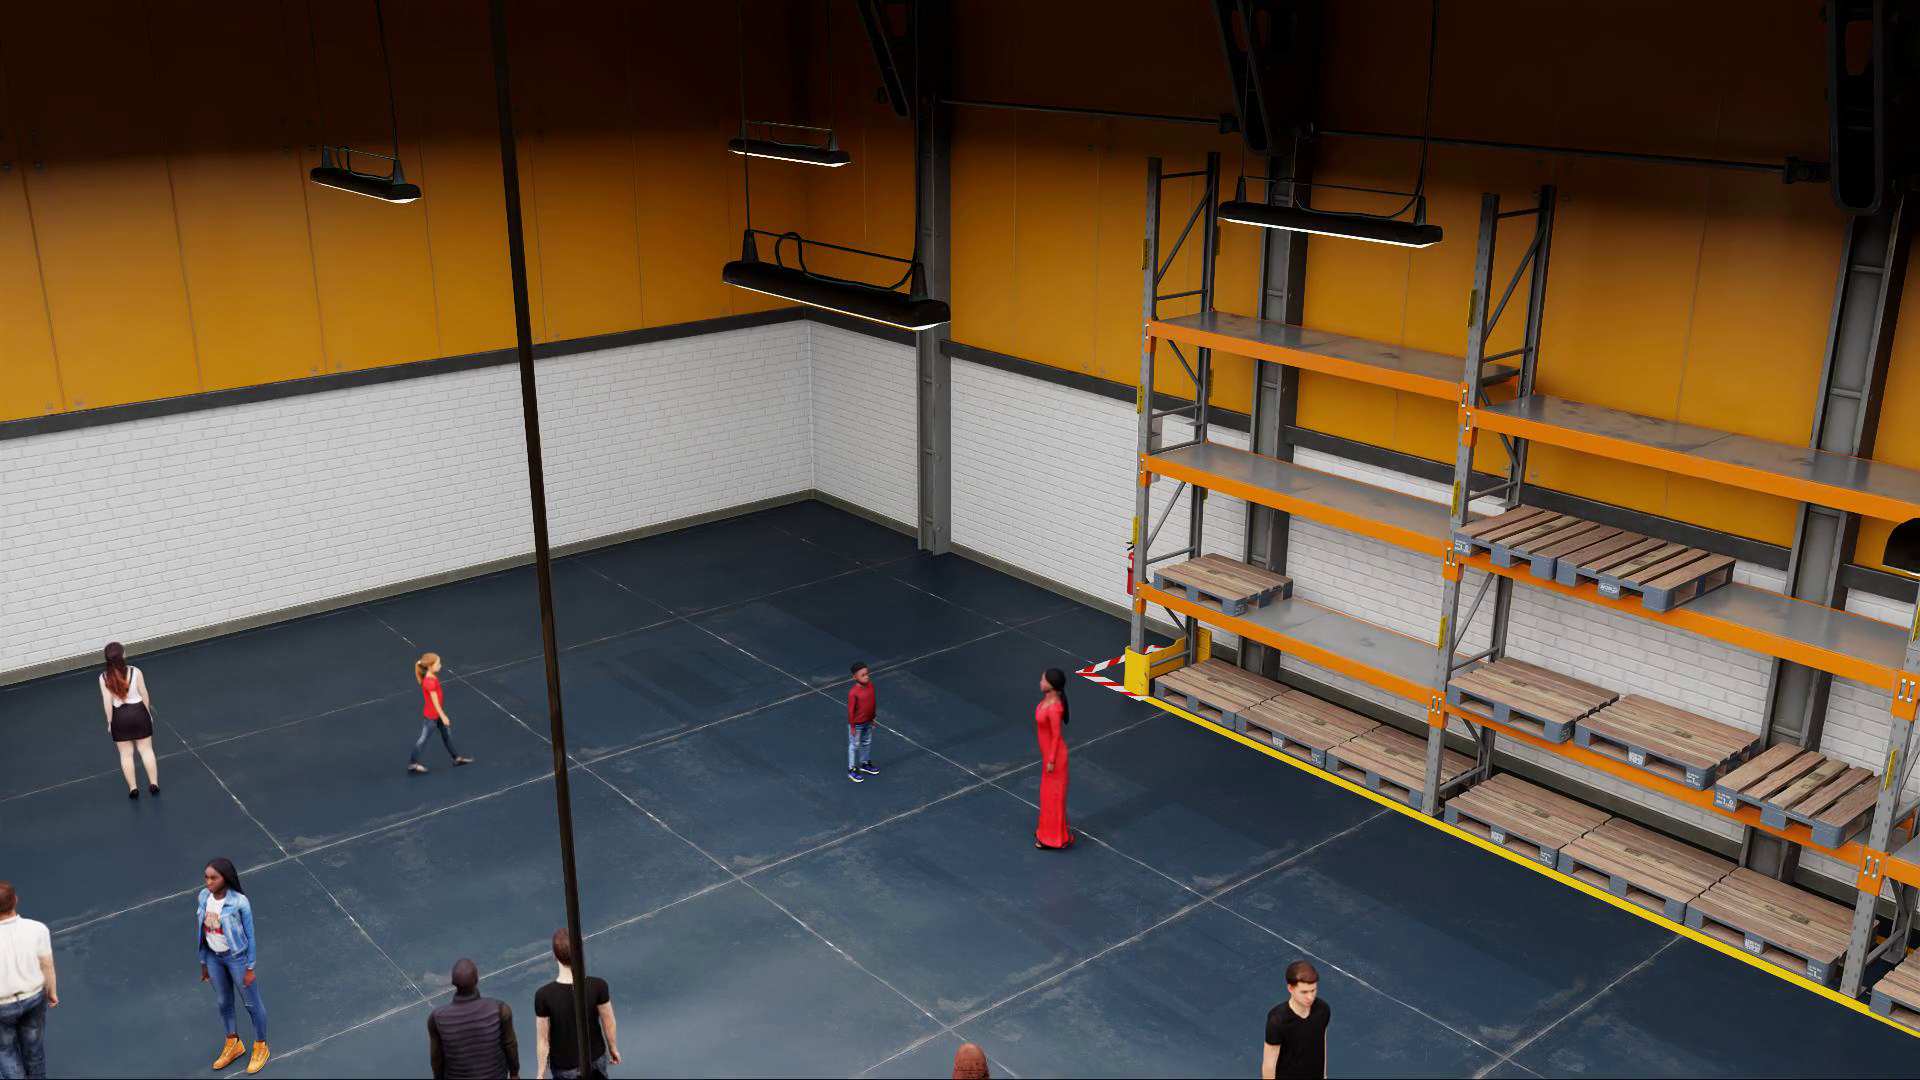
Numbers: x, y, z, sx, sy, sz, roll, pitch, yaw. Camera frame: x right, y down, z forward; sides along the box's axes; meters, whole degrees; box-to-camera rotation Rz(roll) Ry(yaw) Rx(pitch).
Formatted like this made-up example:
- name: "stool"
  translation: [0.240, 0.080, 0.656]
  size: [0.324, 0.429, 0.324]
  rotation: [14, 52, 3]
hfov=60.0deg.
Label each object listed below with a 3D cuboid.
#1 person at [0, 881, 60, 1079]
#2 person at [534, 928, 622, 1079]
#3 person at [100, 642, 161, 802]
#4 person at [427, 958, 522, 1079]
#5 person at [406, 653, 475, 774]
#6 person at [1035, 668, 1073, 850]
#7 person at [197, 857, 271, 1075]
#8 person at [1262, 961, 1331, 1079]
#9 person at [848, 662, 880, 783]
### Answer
- name: "person"
  translation: [-6.557, 3.302, 11.596]
  size: [0.736, 1.829, 0.792]
  rotation: [-14, 23, -35]
- name: "person"
  translation: [-2.494, 3.497, 10.959]
  size: [1.039, 1.867, 1.276]
  rotation: [-5, 19, -15]
- name: "person"
  translation: [-8.189, 1.782, 16.393]
  size: [0.589, 1.649, 0.563]
  rotation: [-10, 21, -28]
- name: "person"
  translation: [-3.158, 3.547, 10.857]
  size: [0.775, 1.837, 0.724]
  rotation: [-5, 19, -15]
- name: "person"
  translation: [-5.441, 1.790, 16.937]
  size: [0.815, 1.285, 0.877]
  rotation: [-3, 19, -10]
- name: "person"
  translation: [0.876, 2.024, 15.463]
  size: [0.807, 1.784, 0.729]
  rotation: [-1, 19, -2]
- name: "person"
  translation: [-5.389, 3.124, 12.306]
  size: [0.645, 1.713, 0.735]
  rotation: [4, 19, 12]
- name: "person"
  translation: [2.178, 3.549, 10.811]
  size: [0.730, 1.861, 0.646]
  rotation: [-10, 21, -26]
- name: "person"
  translation: [-1.007, 1.817, 16.907]
  size: [0.518, 1.254, 0.519]
  rotation: [16, 24, 39]
